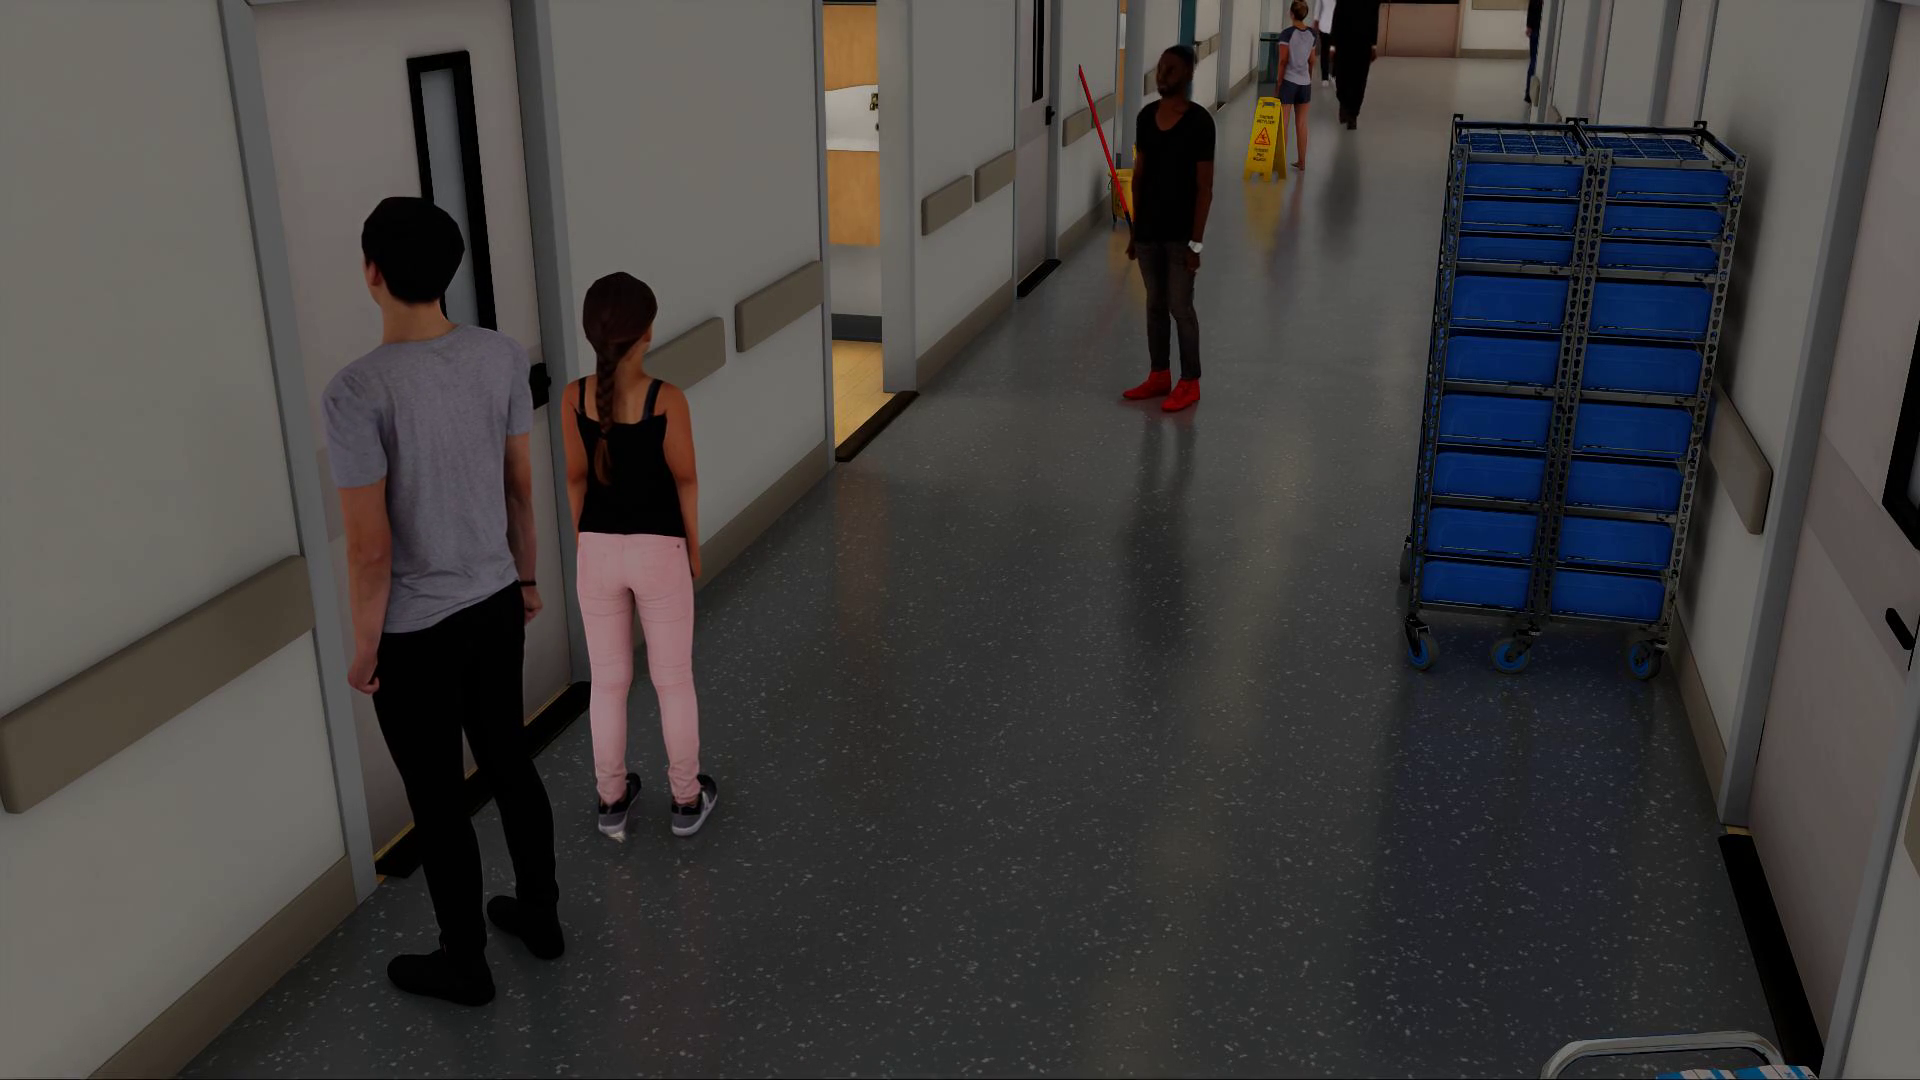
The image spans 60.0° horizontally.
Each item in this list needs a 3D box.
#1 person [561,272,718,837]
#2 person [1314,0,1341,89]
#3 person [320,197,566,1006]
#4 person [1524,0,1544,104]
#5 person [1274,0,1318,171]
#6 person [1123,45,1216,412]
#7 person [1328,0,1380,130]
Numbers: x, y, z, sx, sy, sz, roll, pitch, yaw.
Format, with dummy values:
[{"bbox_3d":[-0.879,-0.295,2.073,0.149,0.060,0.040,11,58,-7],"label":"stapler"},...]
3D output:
[{"bbox_3d":[-0.875,0.058,4.457,0.549,1.563,0.564,0,21,1],"label":"person"},{"bbox_3d":[5.325,-7.413,23.864,0.697,1.788,0.857,7,22,17],"label":"person"},{"bbox_3d":[-1.148,0.171,3.734,0.796,1.863,0.608,13,25,31],"label":"person"},{"bbox_3d":[7.755,-6.763,22.003,0.682,1.891,0.569,7,22,17],"label":"person"},{"bbox_3d":[3.259,-4.429,16.215,0.668,1.625,0.710,-9,22,-22],"label":"person"},{"bbox_3d":[1.079,-1.575,8.430,0.730,1.802,0.719,-16,26,-36],"label":"person"},{"bbox_3d":[4.580,-5.751,19.346,0.746,1.880,1.209,4,21,11],"label":"person"}]
